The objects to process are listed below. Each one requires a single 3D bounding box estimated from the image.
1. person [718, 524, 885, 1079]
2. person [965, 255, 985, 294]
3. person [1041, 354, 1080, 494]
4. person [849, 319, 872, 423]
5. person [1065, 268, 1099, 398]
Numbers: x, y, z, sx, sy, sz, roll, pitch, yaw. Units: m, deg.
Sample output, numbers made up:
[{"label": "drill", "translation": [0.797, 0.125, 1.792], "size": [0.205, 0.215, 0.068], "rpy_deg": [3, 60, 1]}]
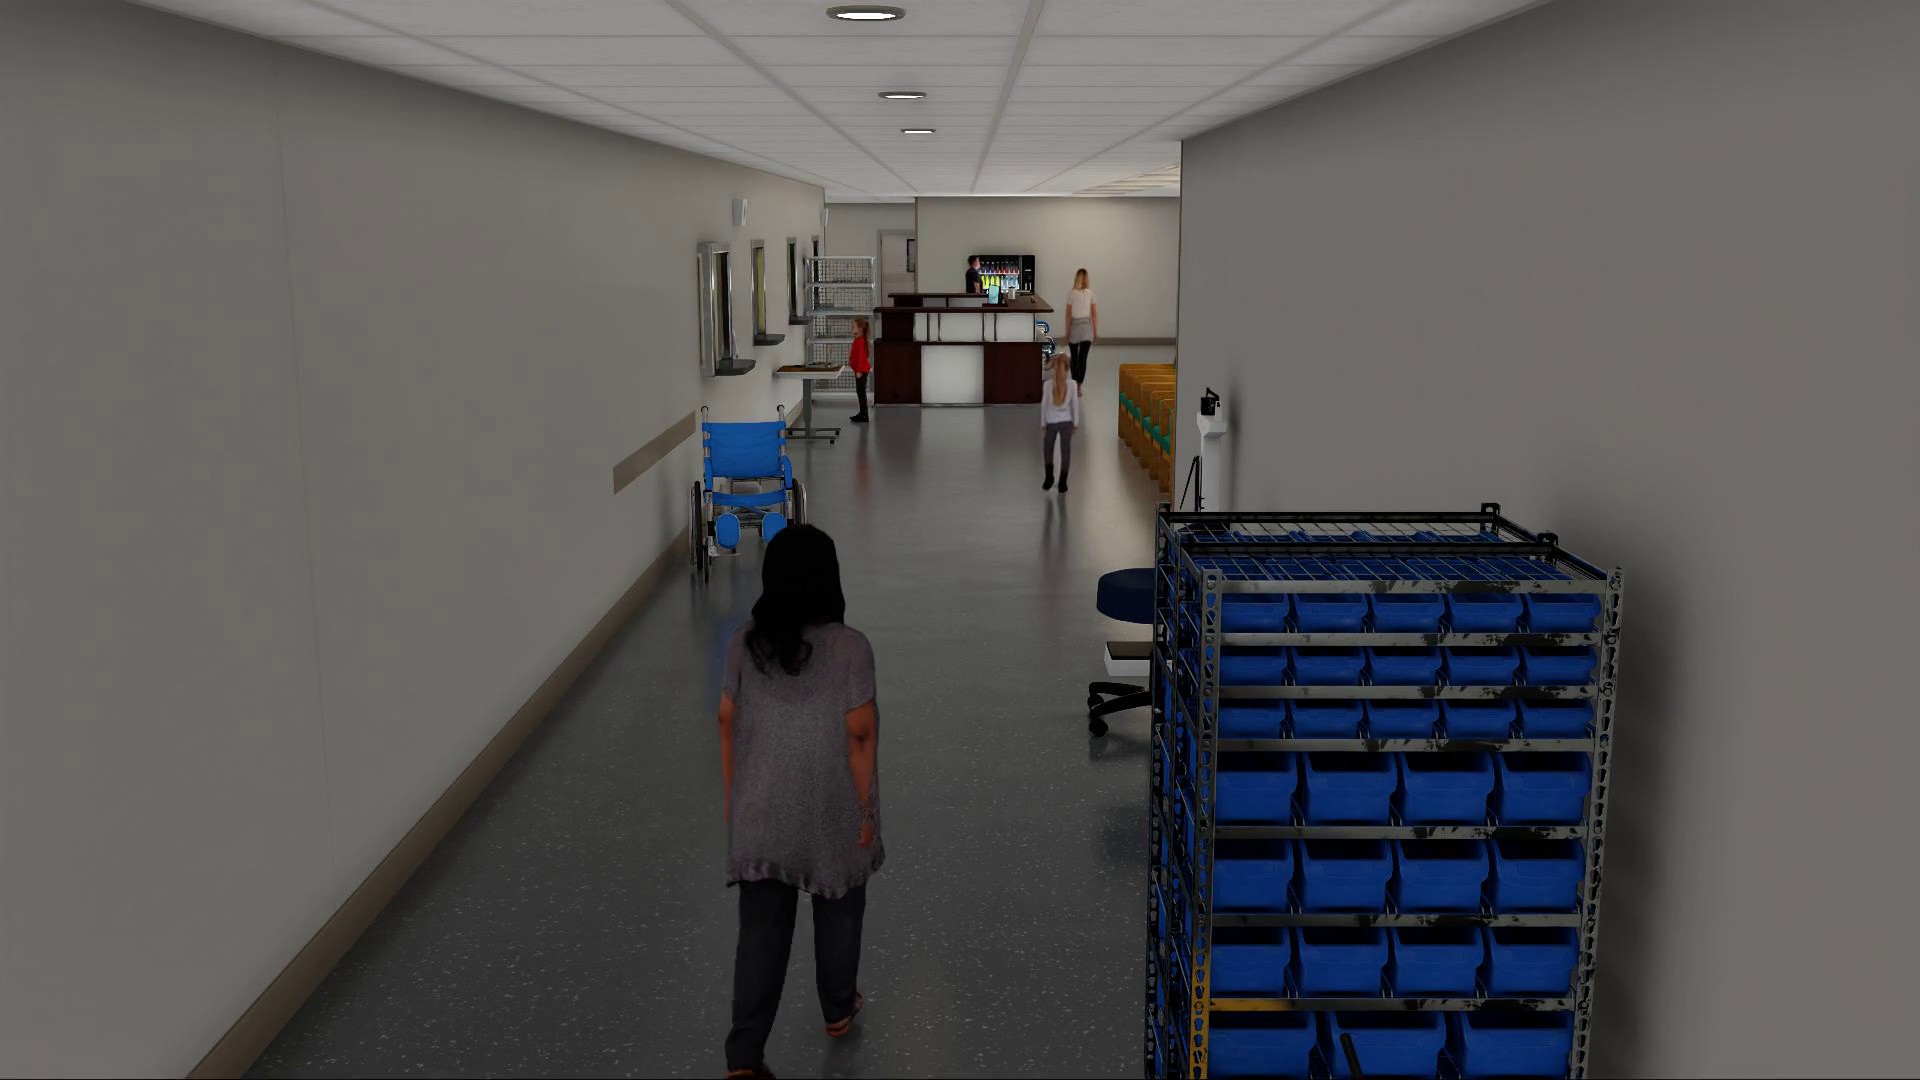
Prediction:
[{"label": "person", "translation": [-0.479, 0.772, 4.727], "size": [0.982, 1.586, 0.798], "rpy_deg": [2, 11, 10]}, {"label": "person", "translation": [0.268, -4.689, 32.816], "size": [0.680, 1.844, 0.773], "rpy_deg": [-3, 11, -13]}, {"label": "person", "translation": [0.908, -1.062, 15.237], "size": [0.467, 1.272, 0.568], "rpy_deg": [1, 11, 4]}, {"label": "person", "translation": [-1.242, -2.122, 20.799], "size": [0.536, 1.282, 0.520], "rpy_deg": [-2, 11, -12]}, {"label": "person", "translation": [1.713, -2.900, 23.534], "size": [1.029, 1.789, 0.720], "rpy_deg": [1, 11, 3]}]
